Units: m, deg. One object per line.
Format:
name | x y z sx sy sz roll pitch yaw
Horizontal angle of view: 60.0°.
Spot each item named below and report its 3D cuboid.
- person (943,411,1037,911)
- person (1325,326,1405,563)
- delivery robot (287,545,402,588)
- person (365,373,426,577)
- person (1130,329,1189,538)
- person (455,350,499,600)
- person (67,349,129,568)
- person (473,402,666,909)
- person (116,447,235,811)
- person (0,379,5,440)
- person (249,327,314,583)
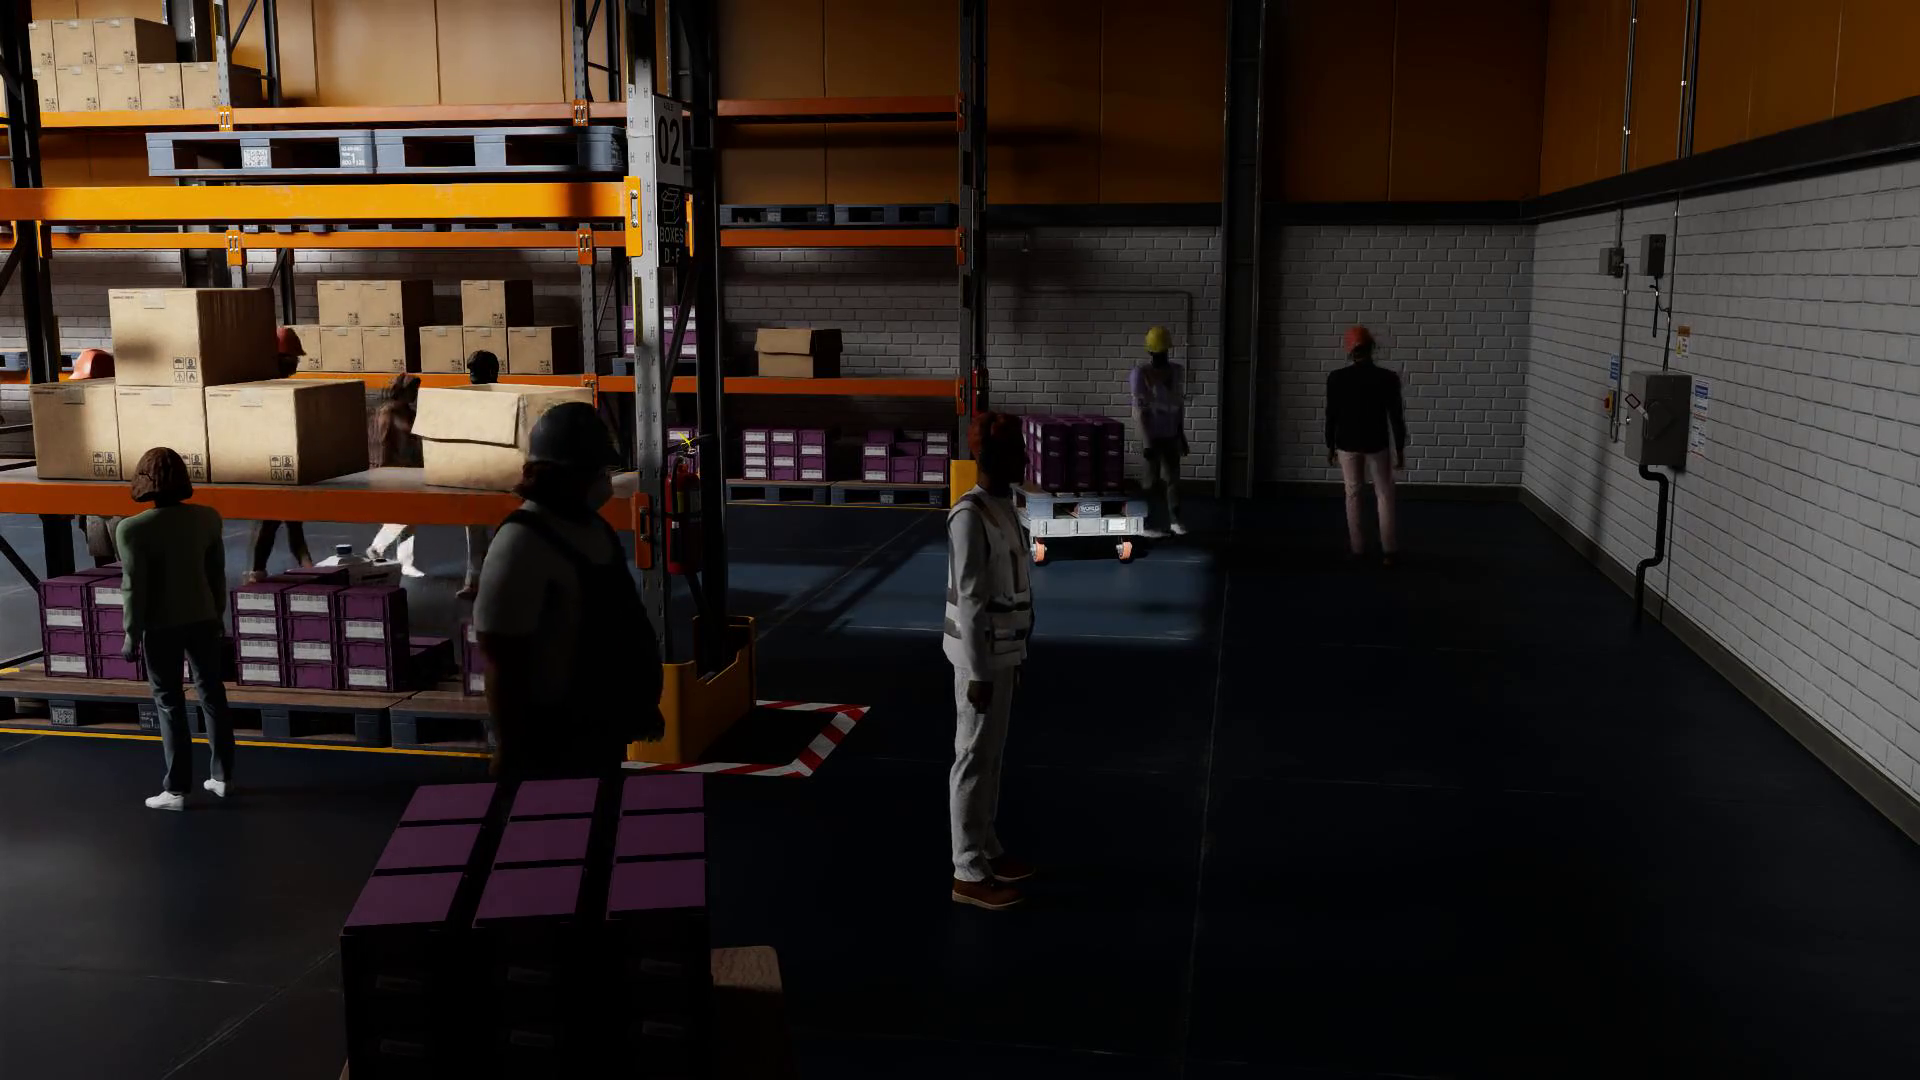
person | 0.119 0.451 6.376 0.354 1.883 0.572 2 9 13
person | 3.356 -0.786 13.830 0.658 1.964 0.403 3 10 19
delivery robot | -4.167 0.274 11.288 0.477 0.478 0.707 9 13 43
person | -4.423 -0.507 13.106 0.389 1.619 0.533 2 9 12
person | 1.829 -0.959 15.136 0.641 1.891 0.392 -6 11 -33
person | -3.465 -0.466 12.193 0.624 1.844 0.429 2 9 13
person | -5.287 -0.213 10.328 0.542 1.938 0.358 4 10 23
person | -1.132 0.537 5.351 0.940 2.000 0.693 1 9 4
person | -3.522 0.398 7.473 0.286 1.633 0.501 6 11 32
person | -10.160 -1.347 17.371 0.376 1.934 0.548 0 9 -2
person | -4.815 -0.525 12.046 1.016 1.999 0.626 2 9 11
